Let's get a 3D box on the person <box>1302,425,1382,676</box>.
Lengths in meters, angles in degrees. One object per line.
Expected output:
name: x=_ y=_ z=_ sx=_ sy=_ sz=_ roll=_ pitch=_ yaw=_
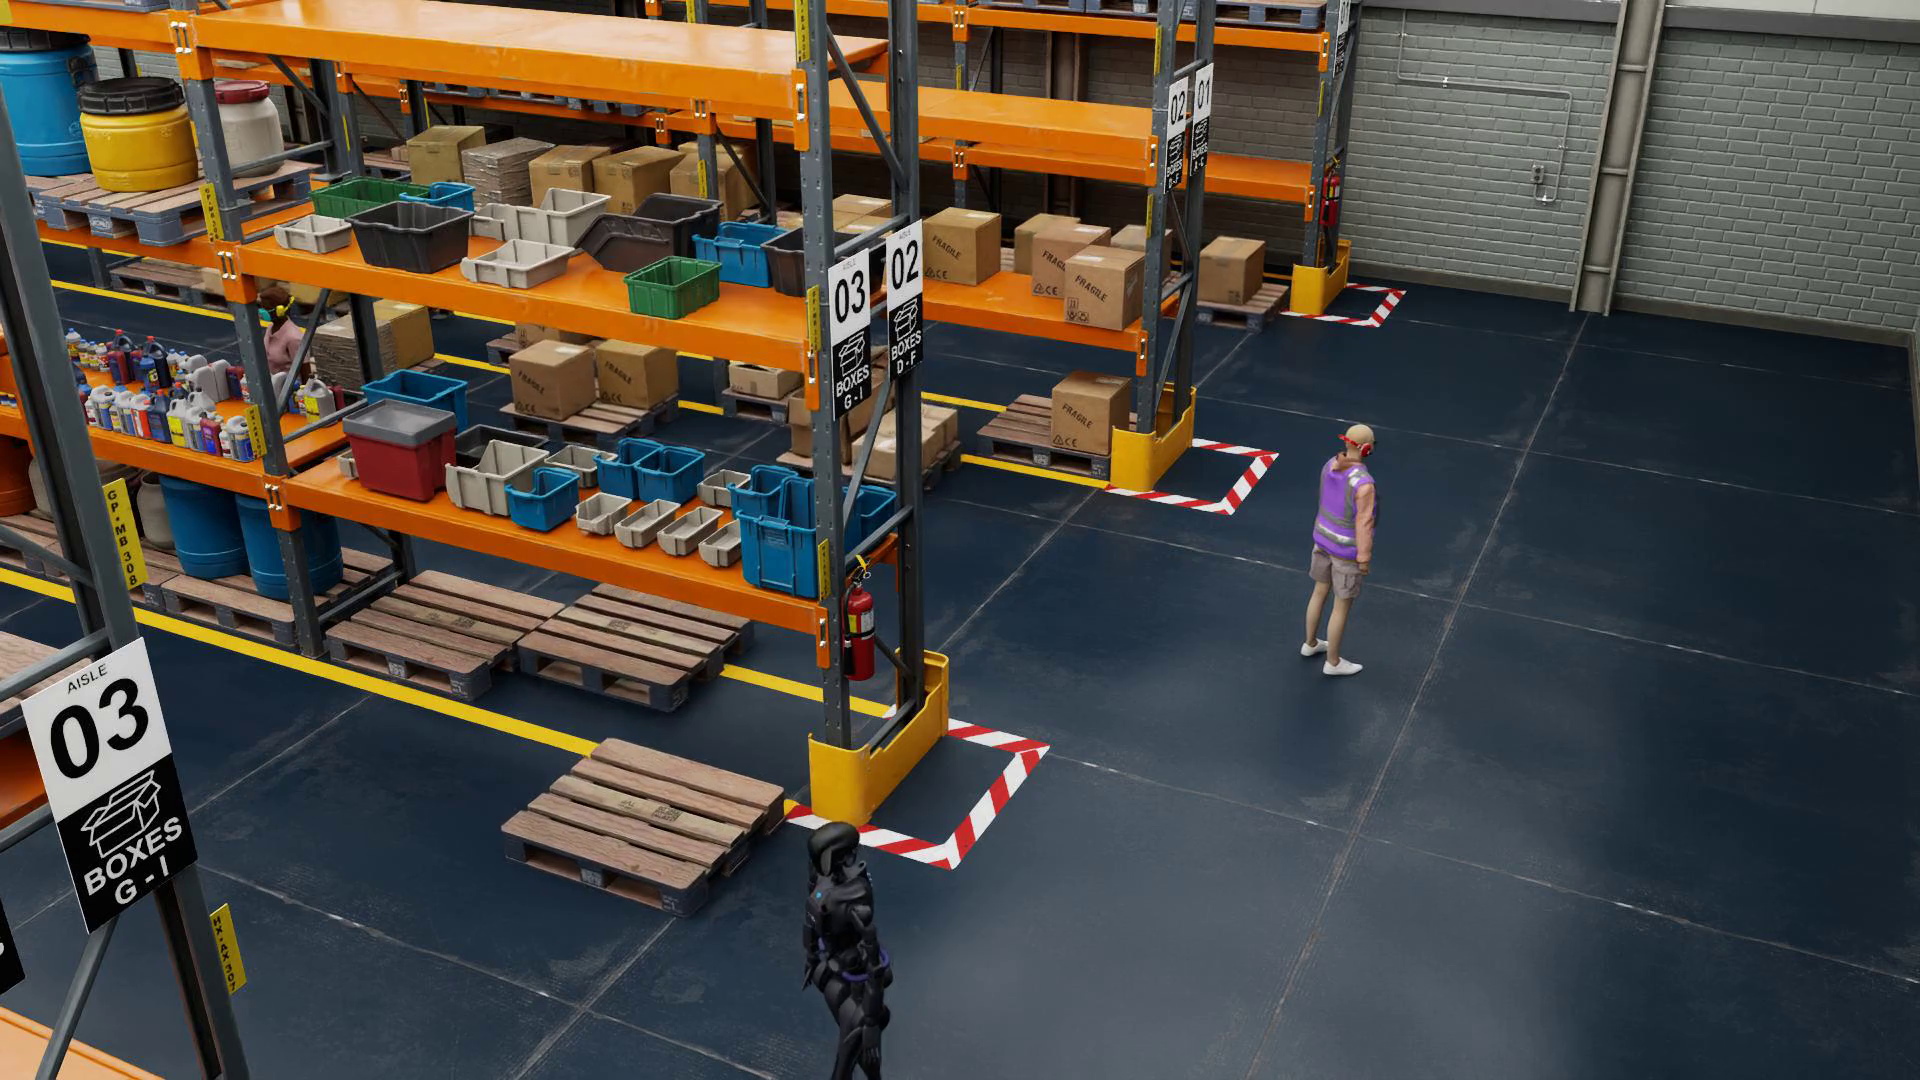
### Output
person: x=2.431 y=0.059 z=10.585 sx=0.347 sy=1.688 sz=0.491 roll=-11 pitch=28 yaw=-21

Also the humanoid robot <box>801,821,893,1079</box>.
humanoid robot: x=-0.522 y=1.872 z=6.941 sx=0.656 sy=1.634 sz=0.616 roll=-16 pitch=31 yaw=-30

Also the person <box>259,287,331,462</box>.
person: x=-5.103 y=-1.068 z=12.740 sx=0.526 sy=1.801 sz=0.330 roll=21 pitch=33 yaw=36
